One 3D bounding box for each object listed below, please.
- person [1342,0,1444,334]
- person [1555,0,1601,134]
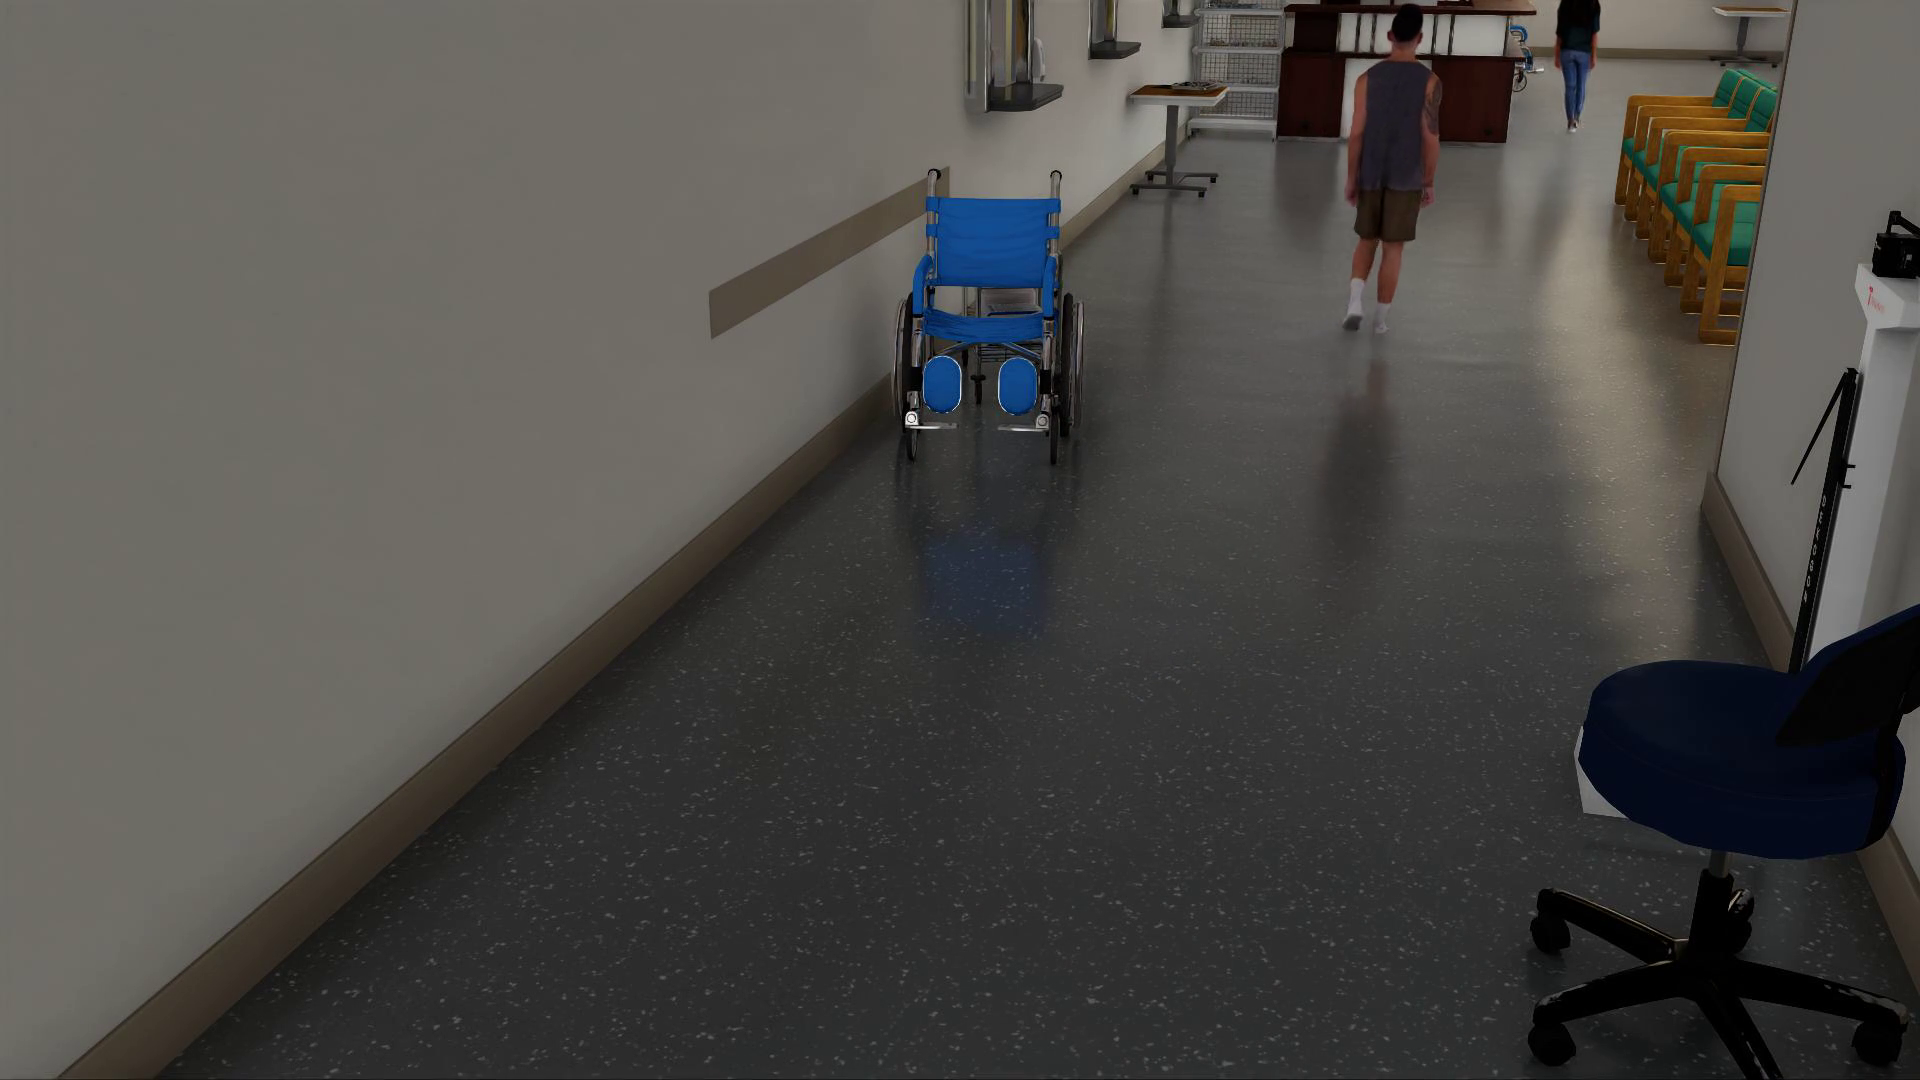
[{"bbox_3d":[2.334,-1.969,9.107,0.711,1.837,0.764,9,23,23],"label":"person"},{"bbox_3d":[6.461,-5.085,17.468,0.693,1.595,0.646,6,22,16],"label":"person"}]
